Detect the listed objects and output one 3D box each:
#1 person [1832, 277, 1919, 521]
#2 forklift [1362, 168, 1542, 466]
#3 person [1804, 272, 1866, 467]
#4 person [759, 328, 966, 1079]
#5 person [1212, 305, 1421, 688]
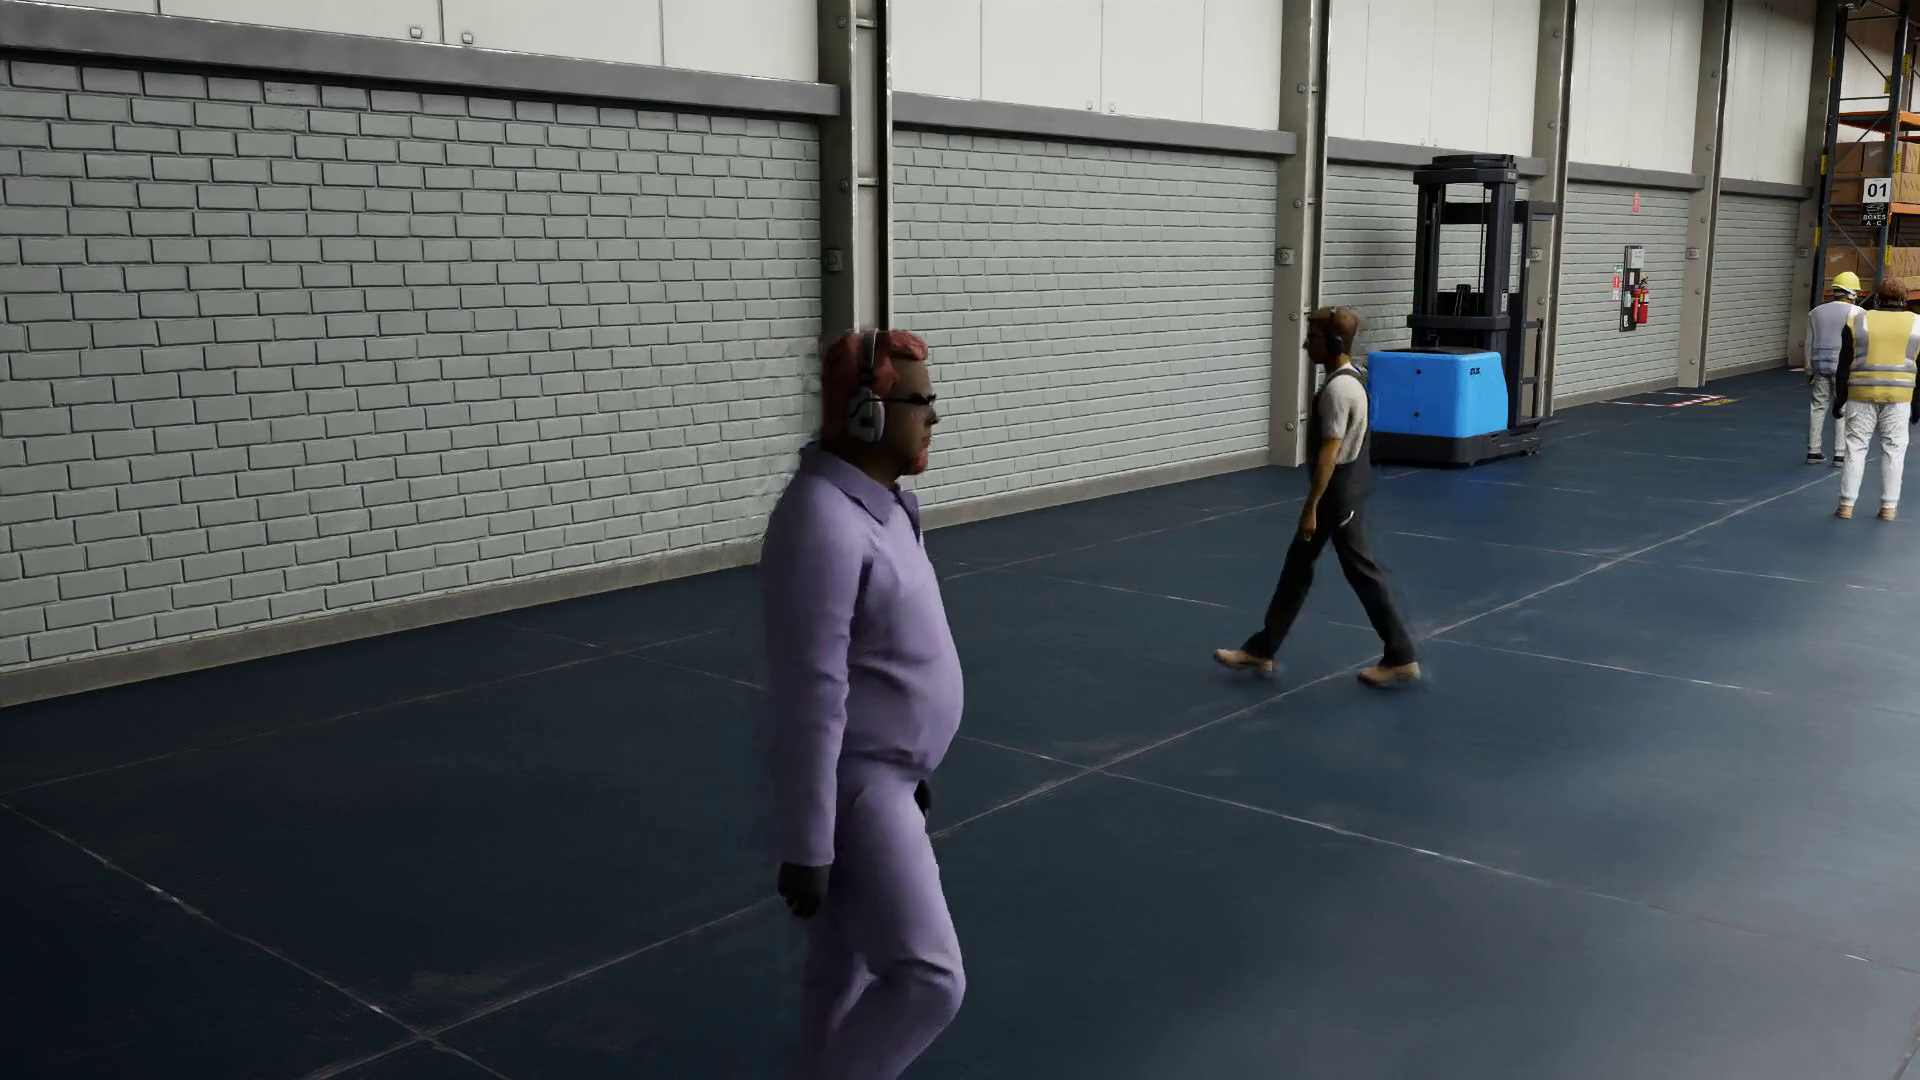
[{"bbox_3d":[7.013,-1.080,12.689,0.628,1.842,0.429,4,11,23],"label":"person"},{"bbox_3d":[4.875,-2.212,16.287,1.129,2.768,1.873,8,13,40],"label":"forklift"},{"bbox_3d":[8.350,-1.628,15.831,0.403,1.827,0.601,-6,12,-31],"label":"person"},{"bbox_3d":[-0.180,0.518,3.433,0.423,1.894,0.642,0,10,0],"label":"person"},{"bbox_3d":[1.739,-0.199,7.808,0.988,1.794,0.532,2,10,11],"label":"person"}]
